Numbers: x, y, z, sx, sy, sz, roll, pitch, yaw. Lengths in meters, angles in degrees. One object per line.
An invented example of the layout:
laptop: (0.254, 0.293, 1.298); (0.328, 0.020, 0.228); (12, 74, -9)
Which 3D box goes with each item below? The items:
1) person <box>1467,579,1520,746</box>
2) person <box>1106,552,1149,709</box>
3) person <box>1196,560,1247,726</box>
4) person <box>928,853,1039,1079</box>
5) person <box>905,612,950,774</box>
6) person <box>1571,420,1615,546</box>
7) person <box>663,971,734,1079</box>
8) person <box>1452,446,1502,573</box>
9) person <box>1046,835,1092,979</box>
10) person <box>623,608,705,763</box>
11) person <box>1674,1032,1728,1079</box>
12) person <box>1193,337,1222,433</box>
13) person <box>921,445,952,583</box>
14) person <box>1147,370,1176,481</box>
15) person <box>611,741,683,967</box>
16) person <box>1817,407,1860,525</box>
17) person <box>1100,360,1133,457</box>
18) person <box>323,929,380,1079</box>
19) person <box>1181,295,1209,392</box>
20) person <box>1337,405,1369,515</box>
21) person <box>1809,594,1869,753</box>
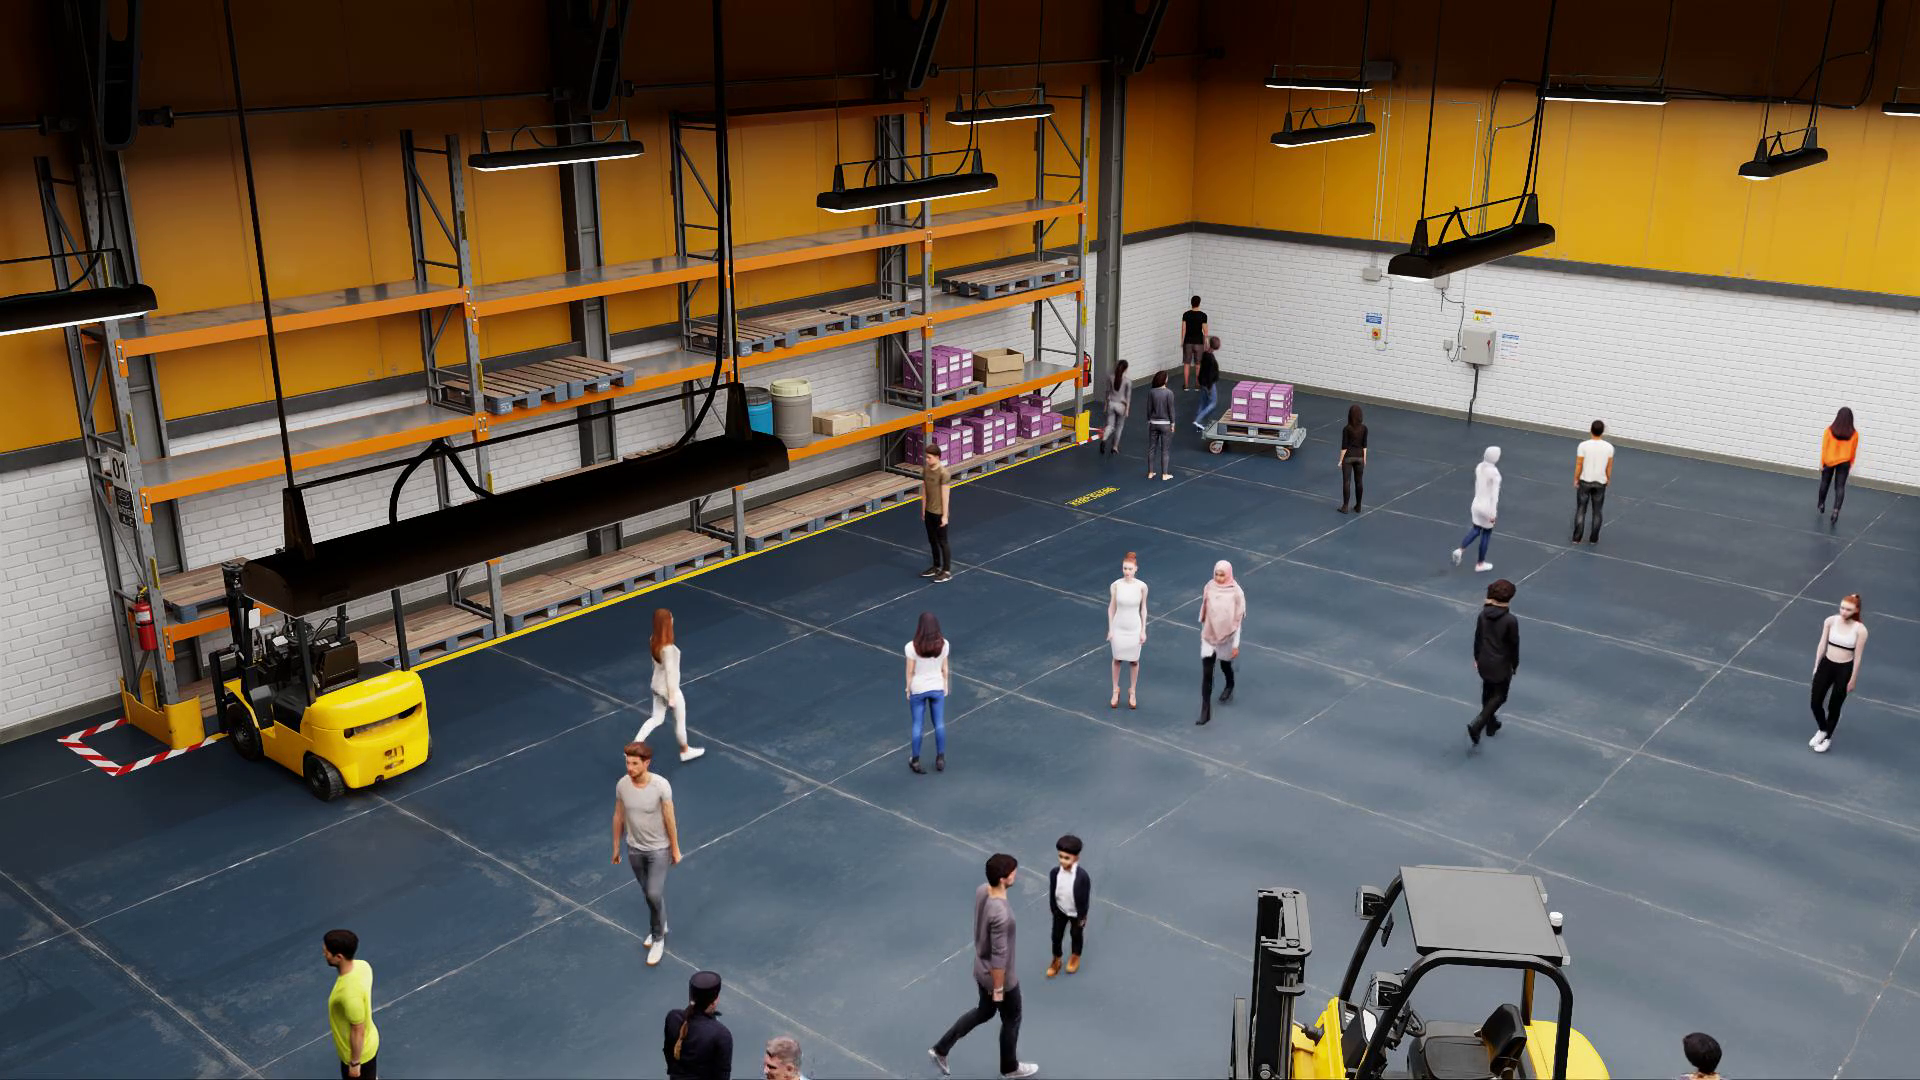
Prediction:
person: (5.544, 1.293, 17.284); (1.072, 1.762, 0.709); (-17, 25, -40)
person: (1.827, 0.993, 18.127); (0.646, 1.793, 0.651); (3, 19, 8)
person: (2.851, 1.063, 17.979); (0.841, 1.756, 1.280); (9, 21, 25)
person: (0.168, 3.088, 11.857); (1.162, 1.824, 1.015); (-6, 19, -17)
person: (-0.310, 1.535, 16.695); (0.654, 1.680, 0.735); (-4, 19, -12)
person: (8.931, -0.814, 23.473); (0.715, 1.806, 0.699); (4, 19, 12)
person: (-1.730, 3.604, 10.629); (0.895, 1.630, 1.151); (8, 20, 22)
person: (6.950, -0.398, 22.302); (0.994, 1.764, 0.869); (-7, 20, -21)
person: (0.915, 2.900, 13.373); (0.583, 1.214, 0.650); (7, 20, 21)
person: (-3.040, 1.521, 16.721); (1.141, 1.689, 0.774); (-13, 23, -34)
person: (4.568, 3.784, 10.238); (0.669, 1.538, 0.721); (11, 21, 29)
person: (4.288, -2.712, 29.228); (0.853, 1.730, 0.817); (-5, 19, -15)
person: (-0.291, -0.375, 22.103); (0.629, 1.849, 0.700); (-15, 24, -38)
person: (3.207, -1.851, 26.611); (0.652, 1.768, 0.571); (10, 21, 28)
person: (-2.505, 2.470, 13.611); (0.843, 1.877, 0.915); (6, 19, 17)
person: (12.877, -1.065, 24.382); (0.821, 1.702, 1.133); (8, 20, 22)
person: (2.588, -2.146, 27.675); (0.701, 1.649, 0.911); (11, 22, 30)
person: (-4.054, 3.373, 11.194); (0.715, 1.708, 0.705); (-5, 19, -16)
person: (4.539, -3.840, 32.371); (0.773, 1.861, 0.746); (4, 19, 12)
person: (5.897, -1.209, 24.906); (0.641, 1.640, 0.712); (-2, 19, -7)
person: (9.074, 1.357, 17.137); (0.629, 1.736, 0.648); (-15, 24, -38)
